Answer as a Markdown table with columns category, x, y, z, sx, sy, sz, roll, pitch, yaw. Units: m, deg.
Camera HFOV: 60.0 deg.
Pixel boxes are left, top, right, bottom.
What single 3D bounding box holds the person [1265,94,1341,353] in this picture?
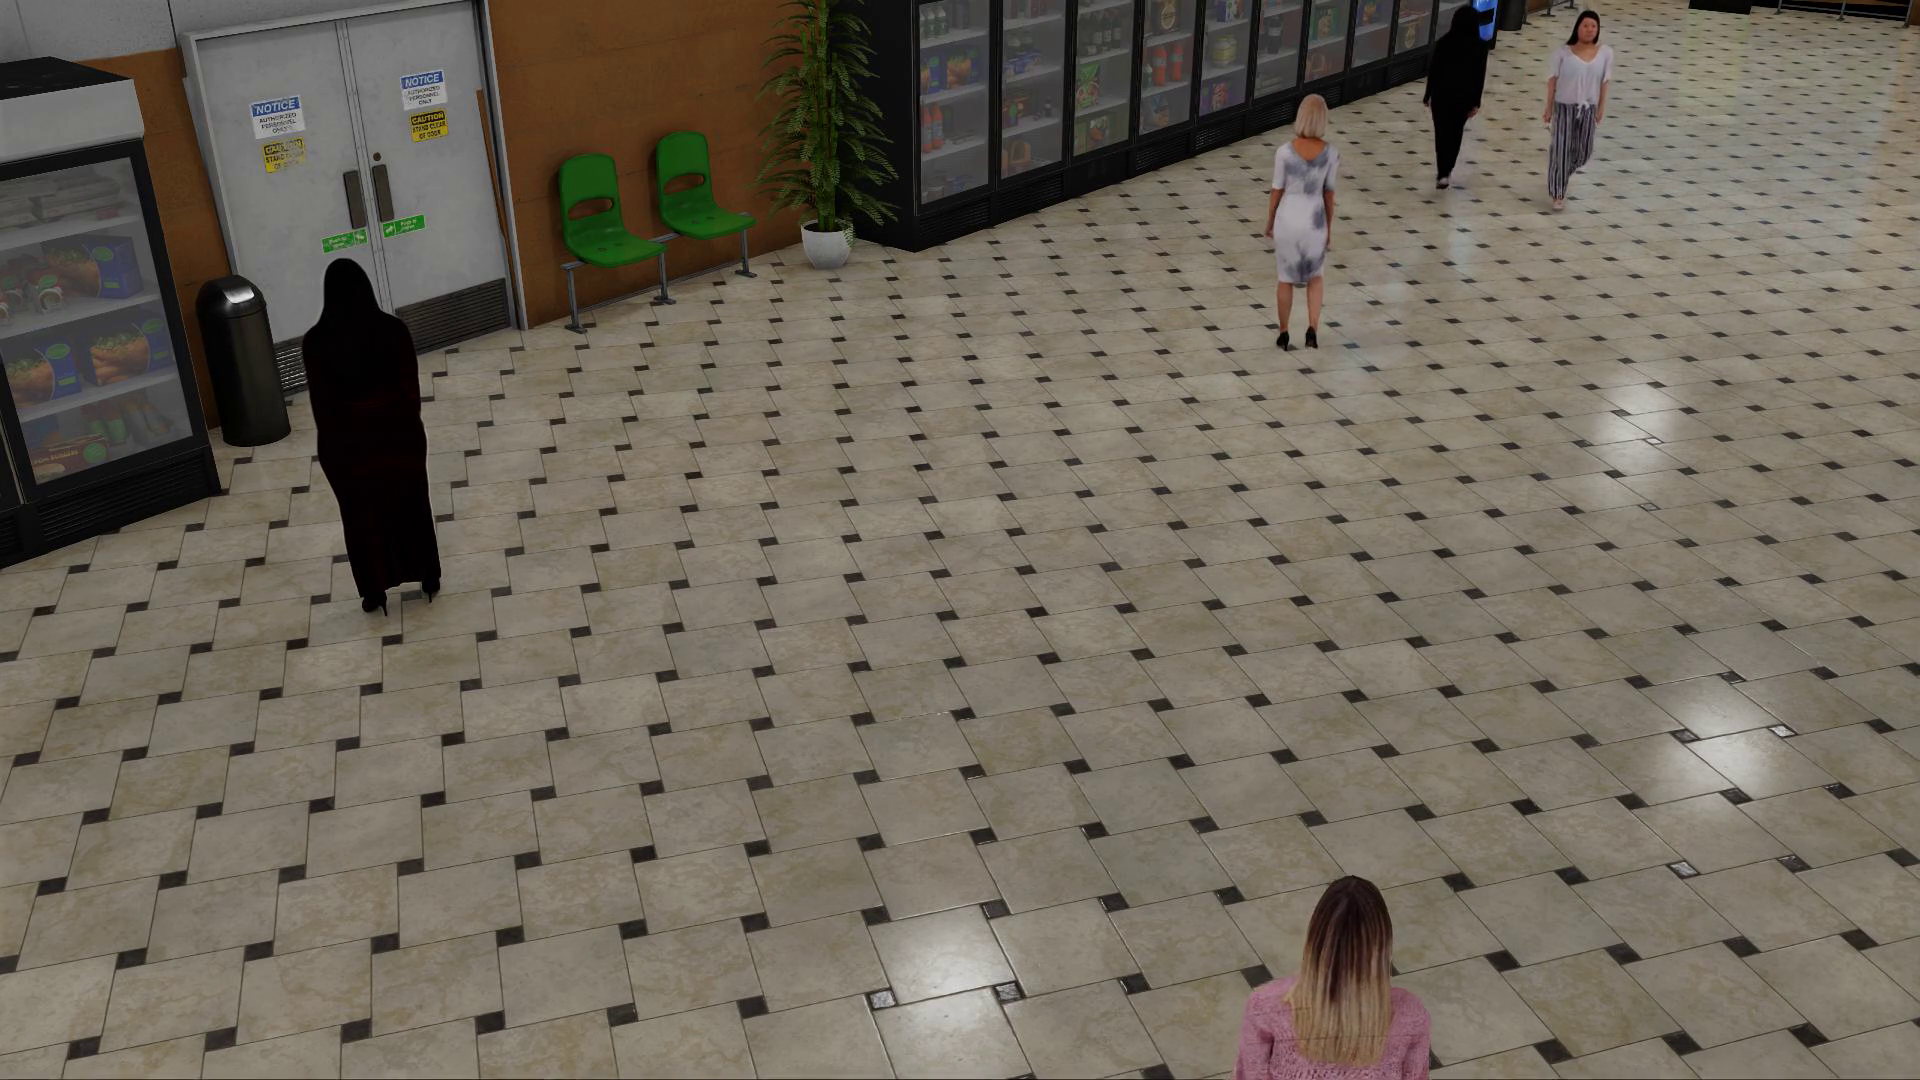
| category | x | y | z | sx | sy | sz | roll | pitch | yaw |
| --- | --- | --- | --- | --- | --- | --- | --- | --- | --- |
| person | 2.252 | -2.045 | 10.967 | 0.727 | 1.744 | 0.788 | 2 | 27 | 4 |

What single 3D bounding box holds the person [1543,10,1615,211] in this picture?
| category | x | y | z | sx | sy | sz | roll | pitch | yaw |
| --- | --- | --- | --- | --- | --- | --- | --- | --- | --- |
| person | 5.298 | -3.726 | 14.373 | 1.046 | 1.660 | 1.044 | 3 | 27 | 7 |

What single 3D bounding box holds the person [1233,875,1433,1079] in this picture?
| category | x | y | z | sx | sy | sz | roll | pitch | yaw |
| --- | --- | --- | --- | --- | --- | --- | --- | --- | --- |
| person | 0.856 | 1.547 | 3.960 | 0.649 | 1.675 | 0.754 | 6 | 28 | 12 |

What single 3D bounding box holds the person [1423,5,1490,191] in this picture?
| category | x | y | z | sx | sy | sz | roll | pitch | yaw |
| --- | --- | --- | --- | --- | --- | --- | --- | --- | --- |
| person | 4.379 | -3.881 | 14.768 | 1.137 | 1.581 | 1.081 | 3 | 27 | 6 |

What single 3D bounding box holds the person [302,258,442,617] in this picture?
| category | x | y | z | sx | sy | sz | roll | pitch | yaw |
| --- | --- | --- | --- | --- | --- | --- | --- | --- | --- |
| person | -2.771 | -0.474 | 7.854 | 0.729 | 1.757 | 0.694 | -18 | 32 | -31 |
